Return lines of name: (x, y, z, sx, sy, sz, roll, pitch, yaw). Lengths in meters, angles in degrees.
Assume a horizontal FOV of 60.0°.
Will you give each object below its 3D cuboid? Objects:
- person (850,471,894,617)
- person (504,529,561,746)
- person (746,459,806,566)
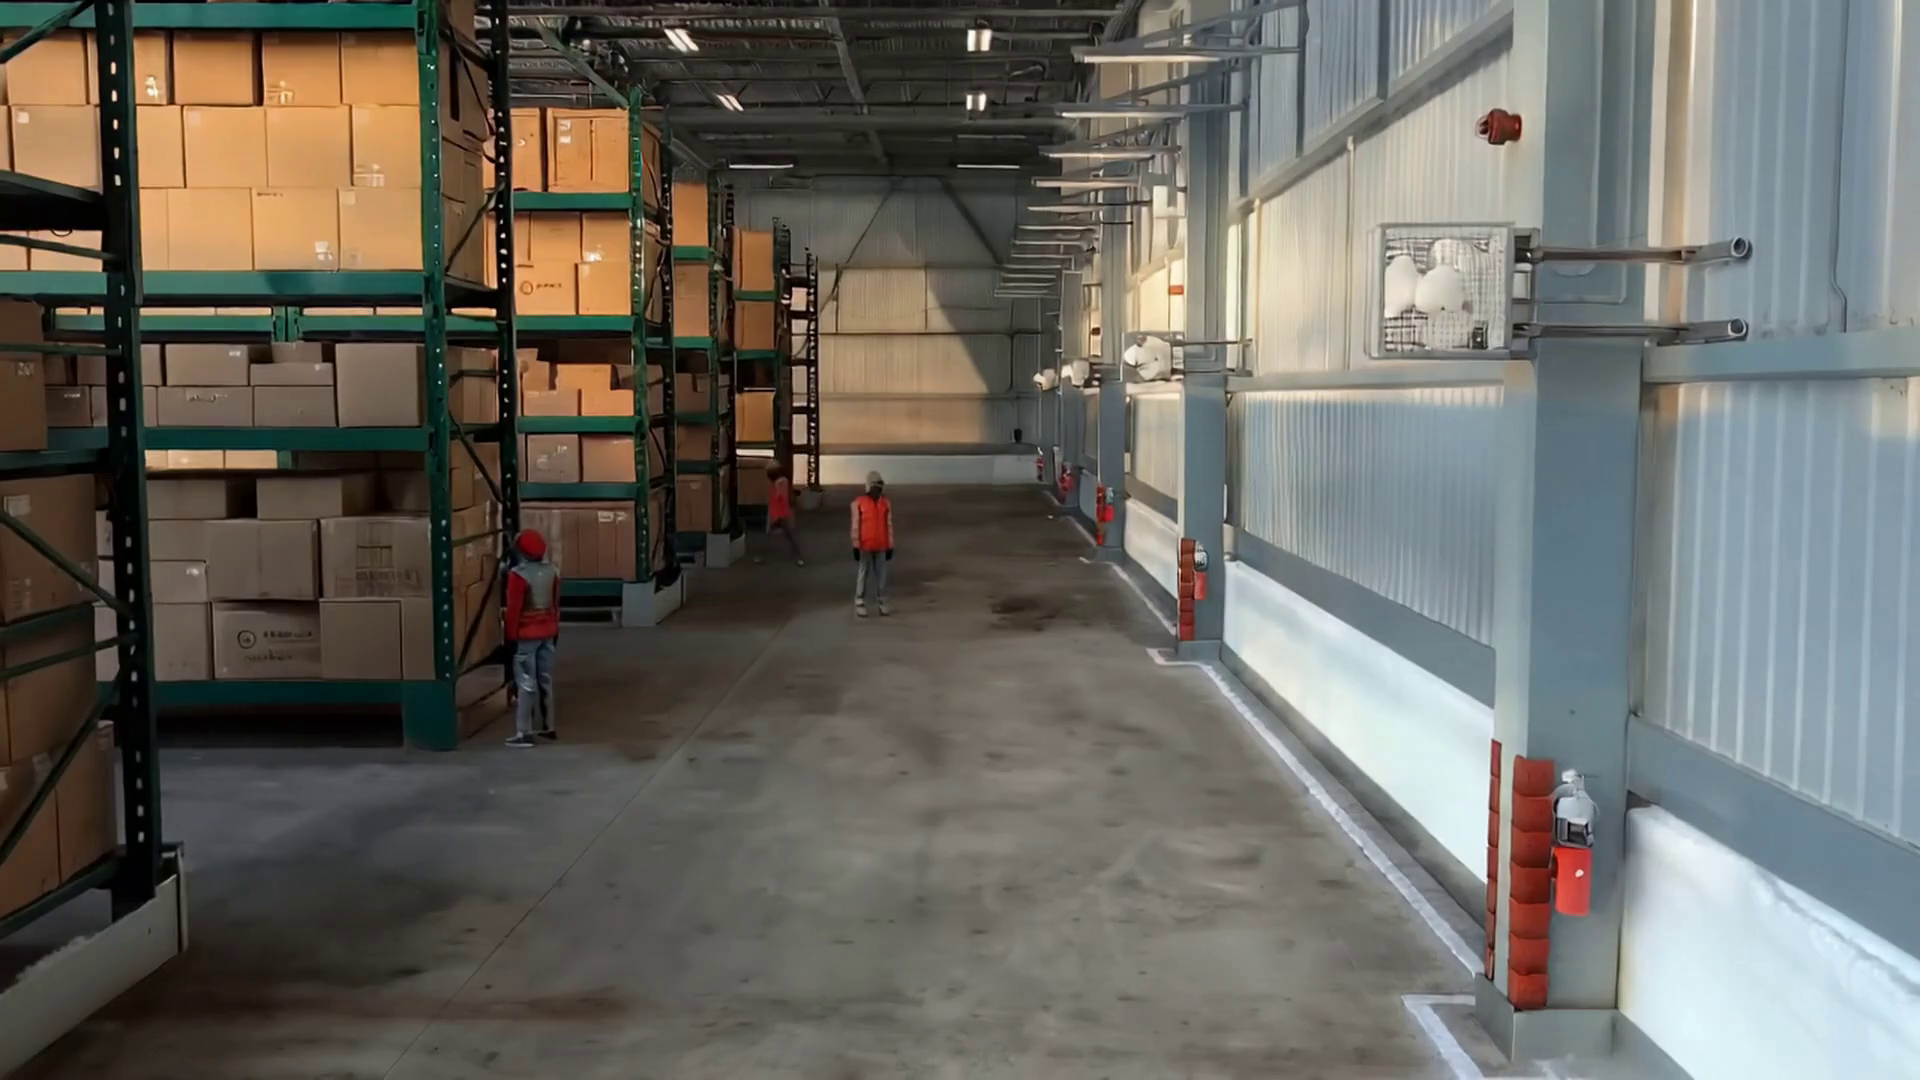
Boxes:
person: (-1.035, 0.051, 19.854, 0.566, 1.744, 0.350, -3, 6, -31)
person: (-3.221, 0.733, 12.581, 0.313, 1.632, 0.525, 3, 6, 31)
person: (-2.809, -0.416, 25.677, 0.934, 1.675, 0.547, -4, 6, -36)
